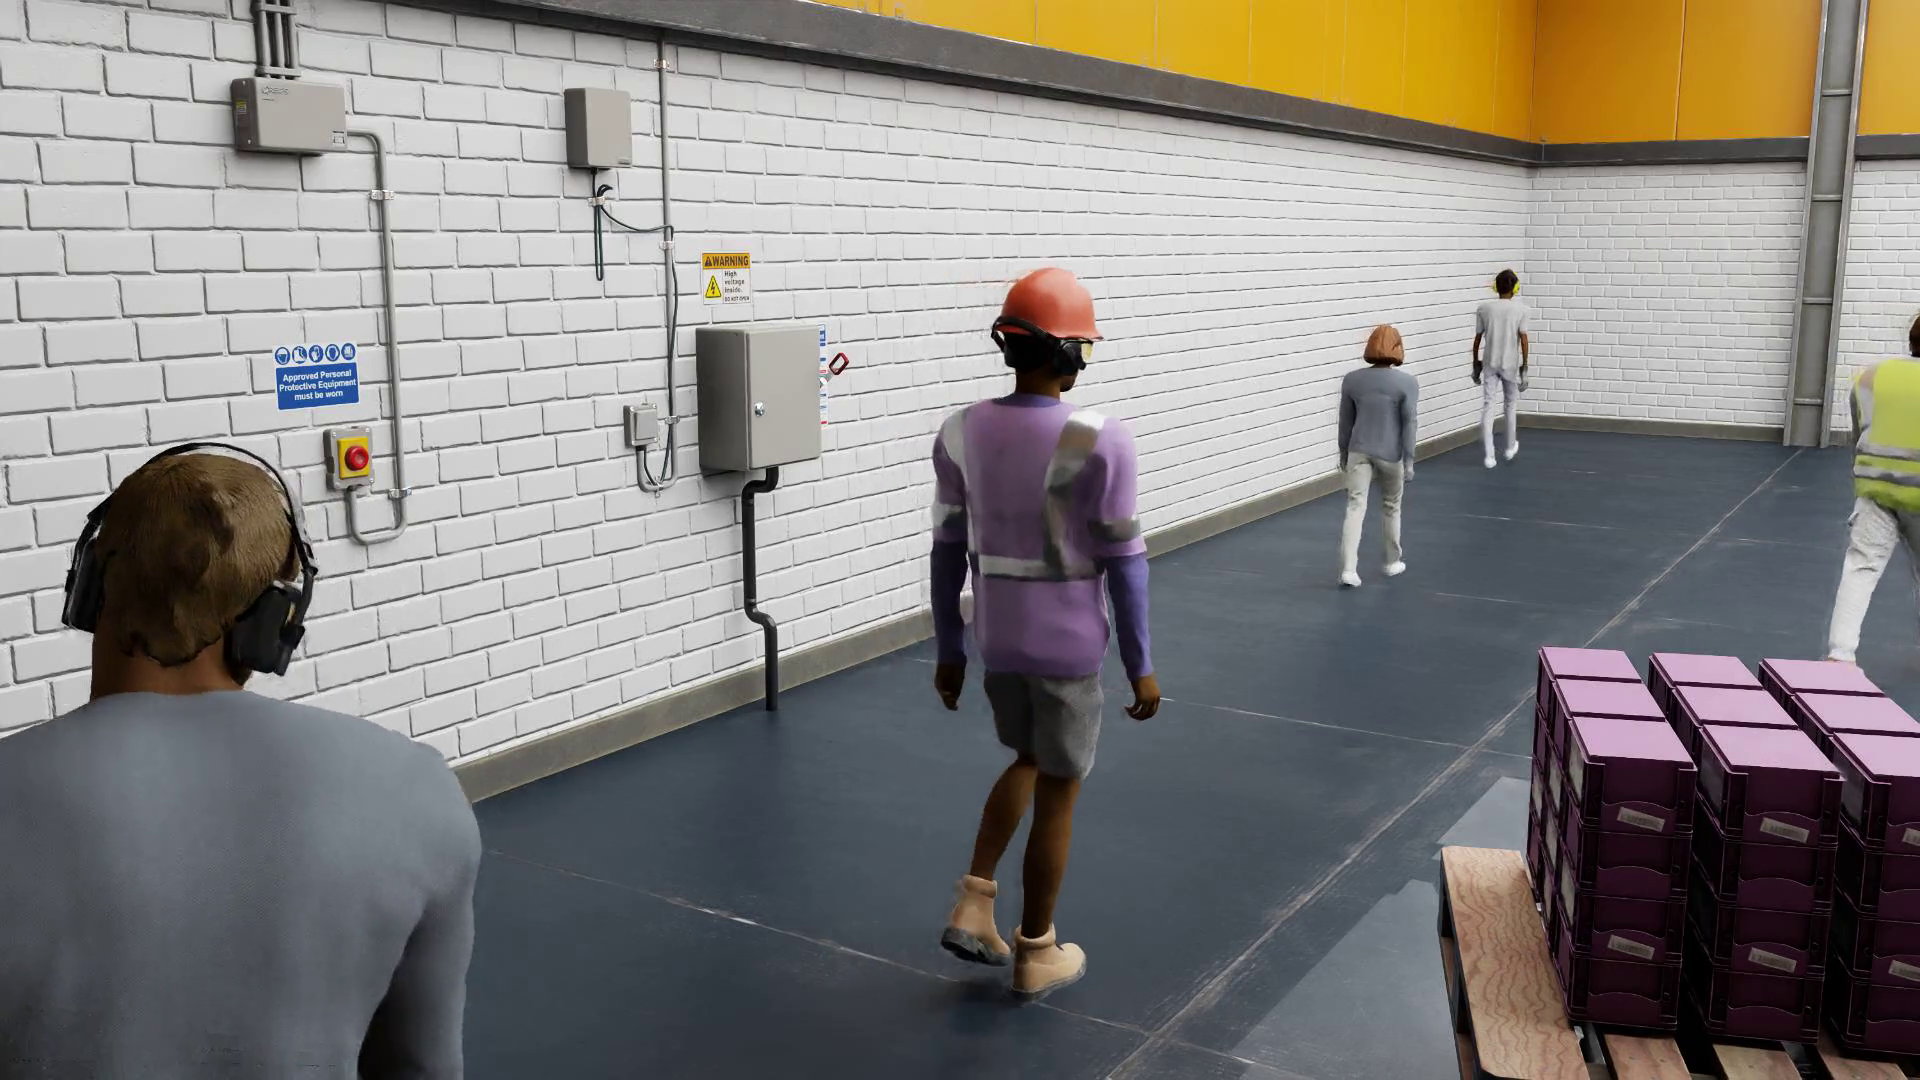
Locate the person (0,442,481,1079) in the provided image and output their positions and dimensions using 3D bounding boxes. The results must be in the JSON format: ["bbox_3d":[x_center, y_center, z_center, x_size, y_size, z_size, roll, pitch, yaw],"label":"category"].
[{"bbox_3d":[-0.863,0.846,1.818,0.685,1.883,0.900,-7,12,-35],"label":"person"}]

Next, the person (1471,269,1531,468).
[{"bbox_3d":[5.082,-1.614,15.613,0.554,1.818,0.957,5,11,27],"label":"person"}]

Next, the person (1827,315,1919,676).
[{"bbox_3d":[4.525,-0.205,7.944,1.011,1.789,0.620,-8,13,-36],"label":"person"}]

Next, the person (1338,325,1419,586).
[{"bbox_3d":[2.552,-0.520,10.204,0.512,1.589,0.841,6,12,31],"label":"person"}]

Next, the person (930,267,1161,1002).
[{"bbox_3d":[0.241,0.279,4.564,0.617,2.027,0.422,9,14,41],"label":"person"}]
